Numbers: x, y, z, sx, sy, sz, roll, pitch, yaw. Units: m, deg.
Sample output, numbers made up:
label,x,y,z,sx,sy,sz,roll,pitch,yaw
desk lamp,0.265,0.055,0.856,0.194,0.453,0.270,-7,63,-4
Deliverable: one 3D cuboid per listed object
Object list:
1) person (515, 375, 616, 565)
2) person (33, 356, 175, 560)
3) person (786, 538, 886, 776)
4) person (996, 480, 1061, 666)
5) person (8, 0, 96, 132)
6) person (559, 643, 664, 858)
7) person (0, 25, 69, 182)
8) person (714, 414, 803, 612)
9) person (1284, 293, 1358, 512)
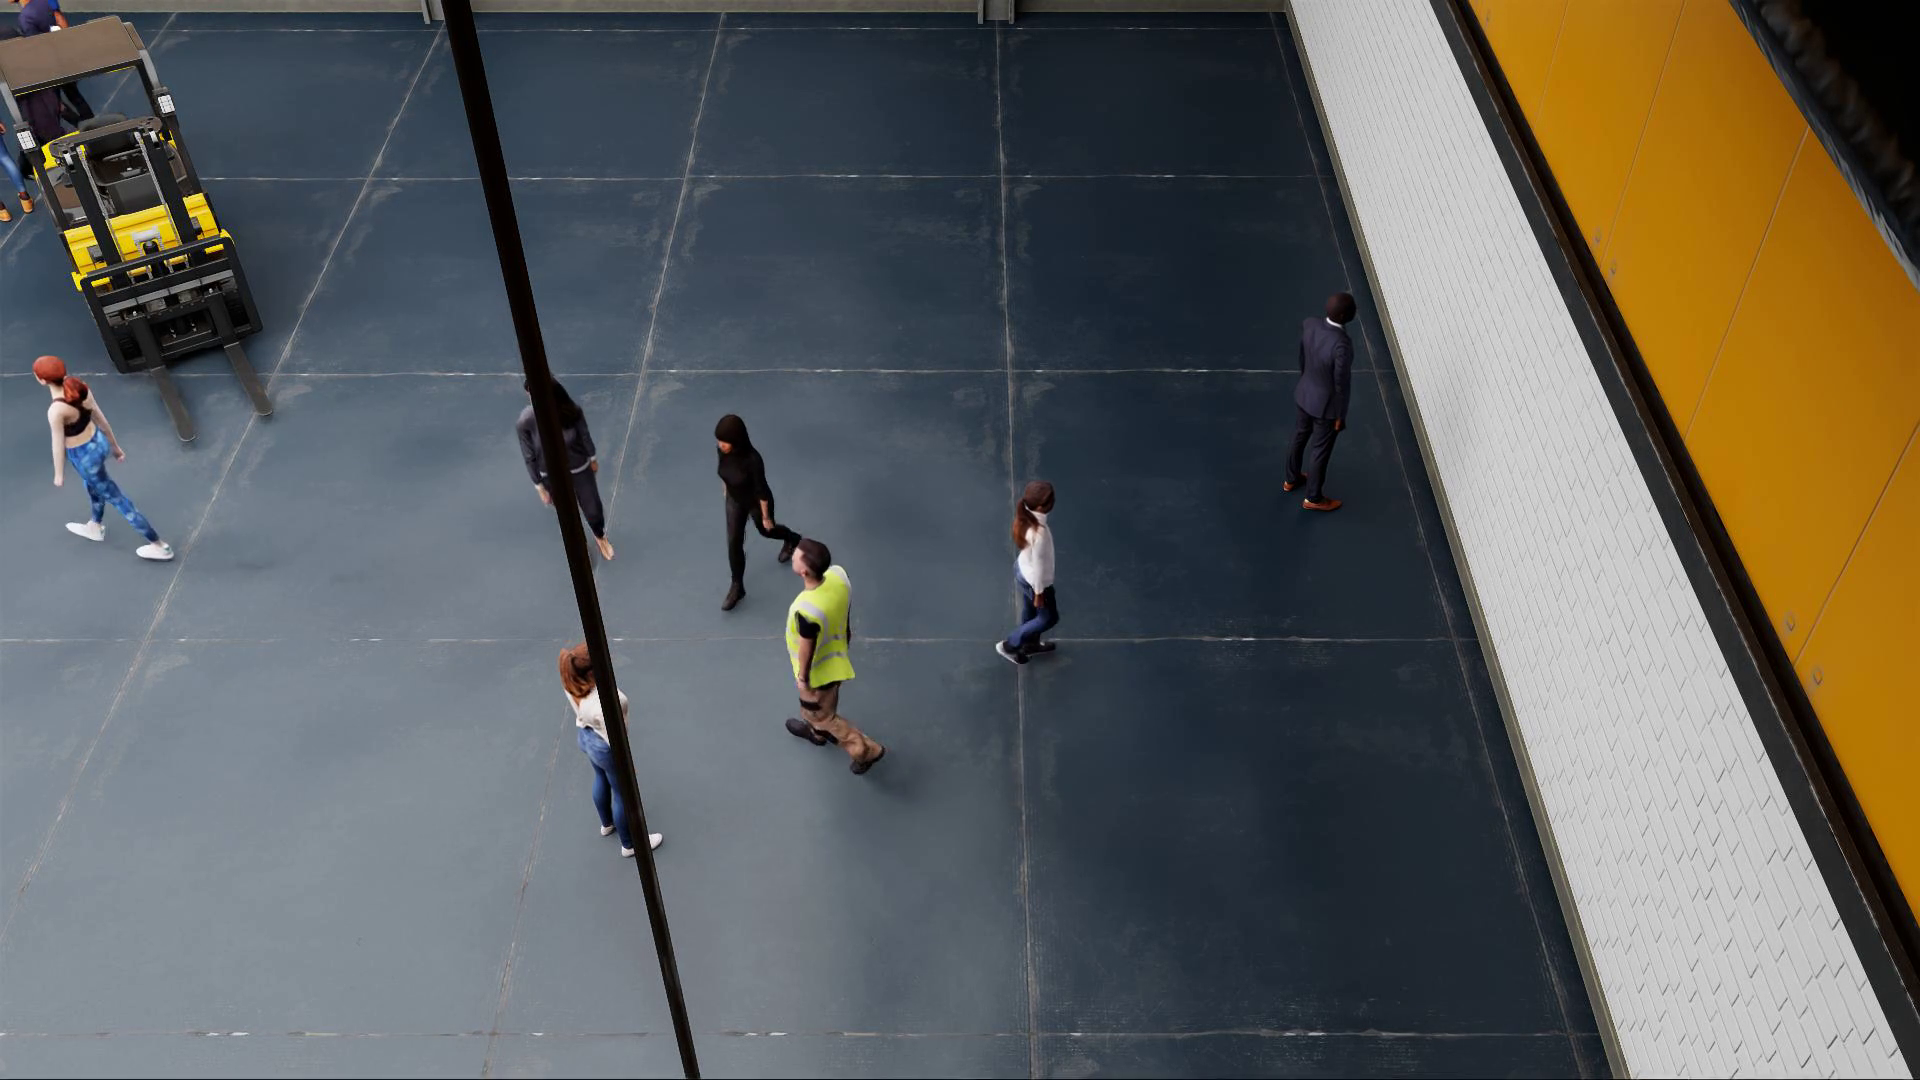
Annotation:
label,x,y,z,sx,sy,sz,roll,pitch,yaw
person,-2.744,-0.533,11.441,0.653,1.753,0.780,-17,46,-17
person,-5.853,-0.507,11.412,1.064,1.754,0.626,4,44,4
person,-0.787,0.732,10.057,1.115,1.830,0.925,16,46,16
person,0.407,0.246,10.771,0.717,1.549,0.612,-9,44,-9
person,-8.374,-4.444,15.531,0.579,1.773,0.675,3,44,3
person,-2.059,1.202,9.643,0.732,1.720,0.687,-31,52,-28
person,-8.265,-3.902,15.087,1.084,1.601,0.600,1,44,1
person,-1.381,-0.301,11.312,1.090,1.595,1.014,23,48,22
person,2.585,-1.000,11.880,0.754,1.824,0.779,-16,46,-17
